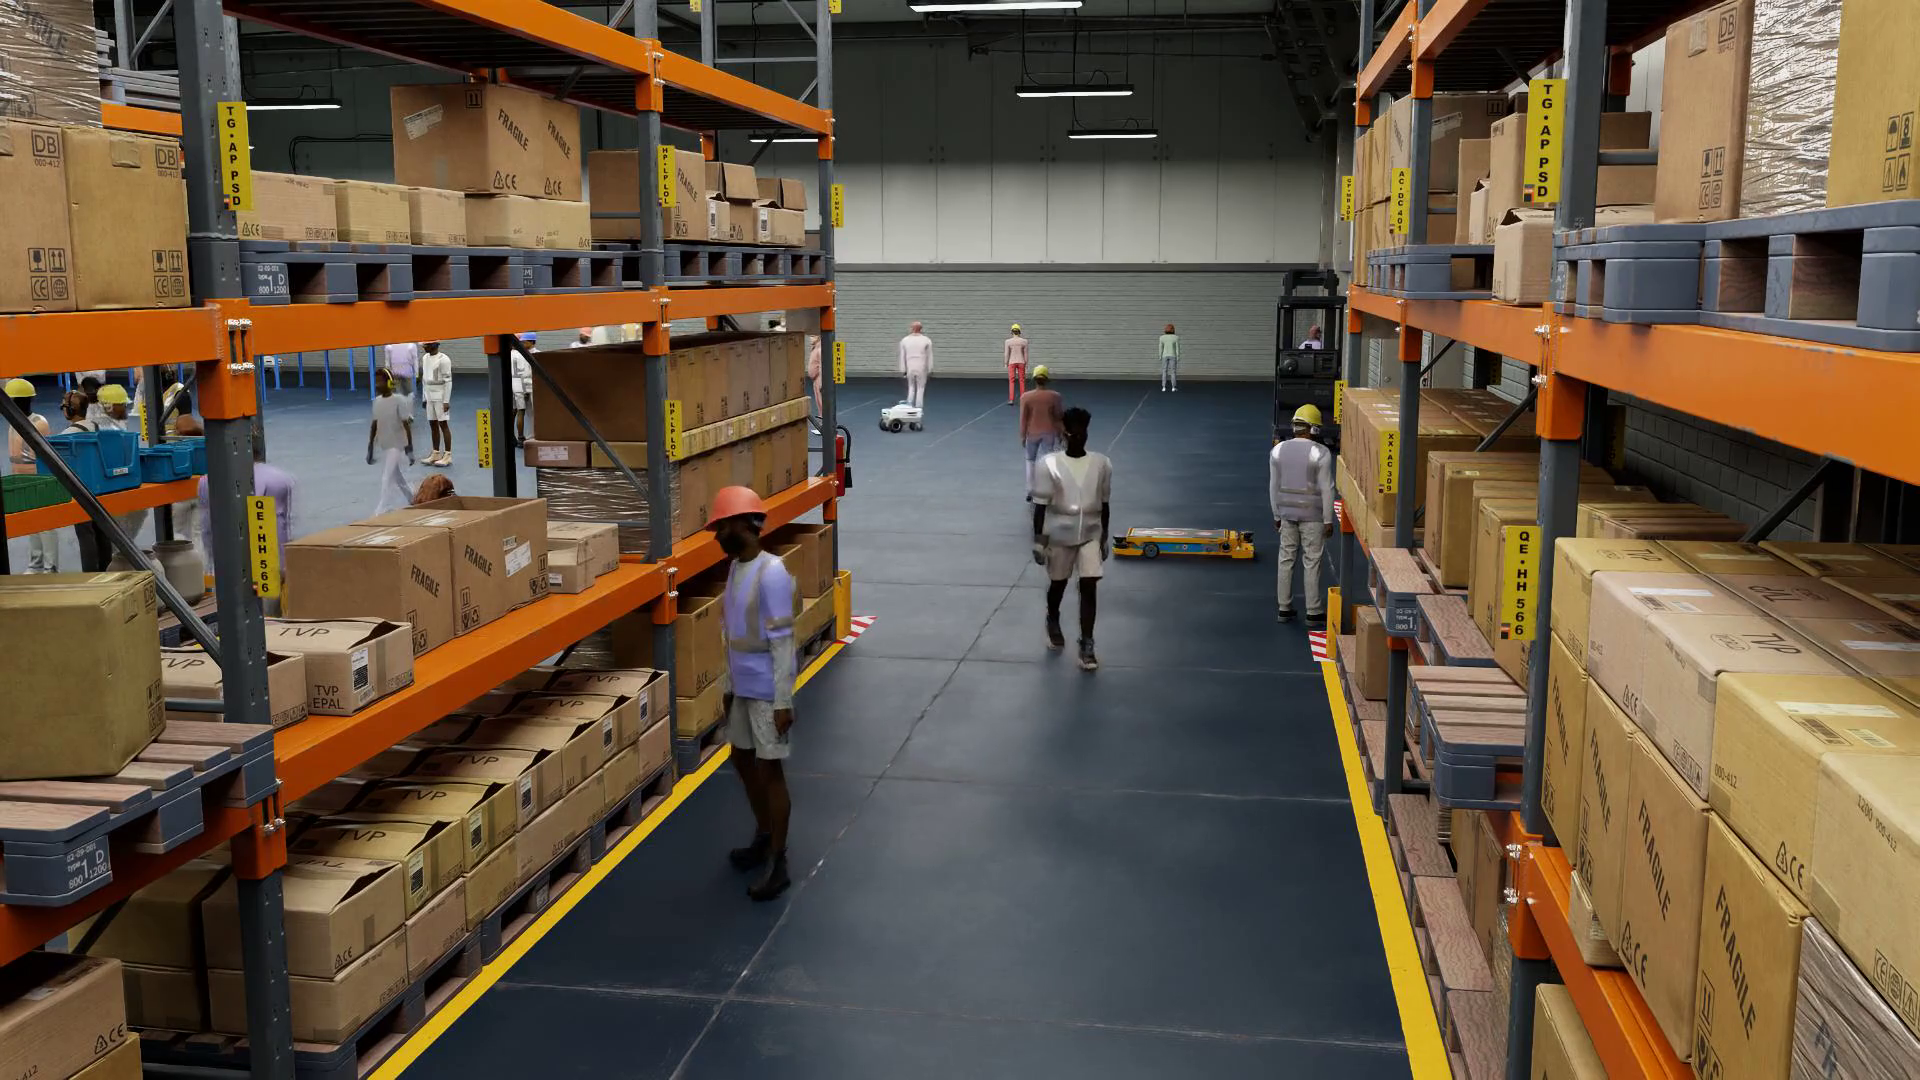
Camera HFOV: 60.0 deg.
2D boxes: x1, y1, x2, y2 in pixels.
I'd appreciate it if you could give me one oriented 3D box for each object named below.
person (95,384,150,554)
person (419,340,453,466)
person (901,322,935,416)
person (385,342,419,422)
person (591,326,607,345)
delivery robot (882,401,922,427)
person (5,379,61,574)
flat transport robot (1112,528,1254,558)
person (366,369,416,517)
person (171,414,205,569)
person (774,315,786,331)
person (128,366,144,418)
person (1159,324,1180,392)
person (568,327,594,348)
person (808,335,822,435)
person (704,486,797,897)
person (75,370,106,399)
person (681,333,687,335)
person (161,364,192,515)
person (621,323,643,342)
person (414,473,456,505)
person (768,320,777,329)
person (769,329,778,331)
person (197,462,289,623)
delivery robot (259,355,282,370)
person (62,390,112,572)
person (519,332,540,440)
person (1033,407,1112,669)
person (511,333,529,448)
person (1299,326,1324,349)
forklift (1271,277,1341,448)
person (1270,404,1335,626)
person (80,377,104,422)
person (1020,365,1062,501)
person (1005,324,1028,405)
[{"bbox_3d":[-8.221,-0.618,16.314,0.466,1.814,0.596,-2,9,-11],"label":"person"},{"bbox_3d":[-7.878,-2.127,24.951,0.605,2.037,0.394,7,12,37],"label":"person"},{"bbox_3d":[-0.830,-3.446,33.535,0.643,1.890,0.537,3,10,19],"label":"person"},{"bbox_3d":[-10.663,-3.183,31.818,0.609,1.915,0.416,-2,9,-10],"label":"person"},{"bbox_3d":[-8.463,-4.363,38.917,0.460,1.979,0.621,-4,10,-25],"label":"person"},{"bbox_3d":[-1.060,-2.298,30.401,0.707,0.478,0.477,-5,10,-27],"label":"delivery robot"},{"bbox_3d":[-8.652,-0.539,15.485,0.587,1.928,0.382,7,11,36],"label":"person"},{"bbox_3d":[2.319,0.022,17.257,1.431,0.197,0.652,1,9,9],"label":"flat transport robot"},{"bbox_3d":[-6.520,-1.058,19.048,0.558,1.822,1.000,5,11,29],"label":"person"},{"bbox_3d":[-7.077,-0.351,15.290,0.530,1.605,0.397,-7,11,-37],"label":"person"},{"bbox_3d":[-4.065,-4.294,38.752,0.651,1.885,0.999,-2,9,-14],"label":"person"},{"bbox_3d":[-16.240,-3.233,33.118,0.844,1.599,0.528,-1,9,-6],"label":"person"},{"bbox_3d":[5.075,-4.416,40.302,0.498,1.633,0.282,3,10,17],"label":"person"},{"bbox_3d":[-7.016,-3.043,30.982,0.562,1.909,0.616,-1,9,-7],"label":"person"},{"bbox_3d":[-2.523,-2.836,29.777,0.400,1.898,0.636,-3,10,-17],"label":"person"},{"bbox_3d":[-0.954,0.709,7.885,0.357,1.907,0.614,-6,11,-31],"label":"person"},{"bbox_3d":[-12.831,-1.981,24.558,0.319,1.871,0.532,4,10,22],"label":"person"},{"bbox_3d":[-5.766,-3.505,34.705,0.521,1.618,0.557,-1,9,-4],"label":"person"},{"bbox_3d":[-9.439,-1.206,19.874,0.637,1.840,0.429,6,11,33],"label":"person"},{"bbox_3d":[-8.275,-4.848,42.034,0.551,1.934,0.373,-1,9,-4],"label":"person"},{"bbox_3d":[-3.329,0.385,10.688,0.498,1.634,0.279,4,10,26],"label":"person"},{"bbox_3d":[-4.782,-4.848,42.913,0.875,1.654,0.542,8,12,42],"label":"person"},{"bbox_3d":[-3.425,-3.001,30.921,0.563,1.846,0.390,5,10,27],"label":"person"},{"bbox_3d":[-4.803,0.155,11.254,0.630,1.915,0.895,0,9,0],"label":"person"},{"bbox_3d":[-19.795,-5.084,47.585,0.707,0.478,0.477,1,9,9],"label":"delivery robot"},{"bbox_3d":[-7.953,-0.434,15.096,0.346,1.846,0.507,1,9,5],"label":"person"},{"bbox_3d":[-7.071,-2.493,27.474,0.604,1.949,0.389,9,13,44],"label":"person"},{"bbox_3d":[0.836,-0.058,12.538,0.615,1.928,0.976,-2,9,-9],"label":"person"},{"bbox_3d":[-7.312,-2.501,27.565,0.552,1.933,0.372,8,12,41],"label":"person"},{"bbox_3d":[6.528,-2.977,30.575,0.409,1.913,0.651,-8,12,-39],"label":"person"},{"bbox_3d":[5.847,-3.016,27.970,1.129,2.768,1.873,1,9,9],"label":"forklift"},{"bbox_3d":[2.852,-0.210,13.784,0.586,1.823,0.403,8,12,42],"label":"person"},{"bbox_3d":[-10.419,-1.151,20.124,0.539,1.646,0.866,-3,10,-20],"label":"person"},{"bbox_3d":[1.016,-1.318,20.852,0.532,1.751,0.534,0,9,3],"label":"person"},{"bbox_3d":[1.227,-3.824,36.274,0.523,1.760,0.327,-1,9,-5],"label":"person"}]
